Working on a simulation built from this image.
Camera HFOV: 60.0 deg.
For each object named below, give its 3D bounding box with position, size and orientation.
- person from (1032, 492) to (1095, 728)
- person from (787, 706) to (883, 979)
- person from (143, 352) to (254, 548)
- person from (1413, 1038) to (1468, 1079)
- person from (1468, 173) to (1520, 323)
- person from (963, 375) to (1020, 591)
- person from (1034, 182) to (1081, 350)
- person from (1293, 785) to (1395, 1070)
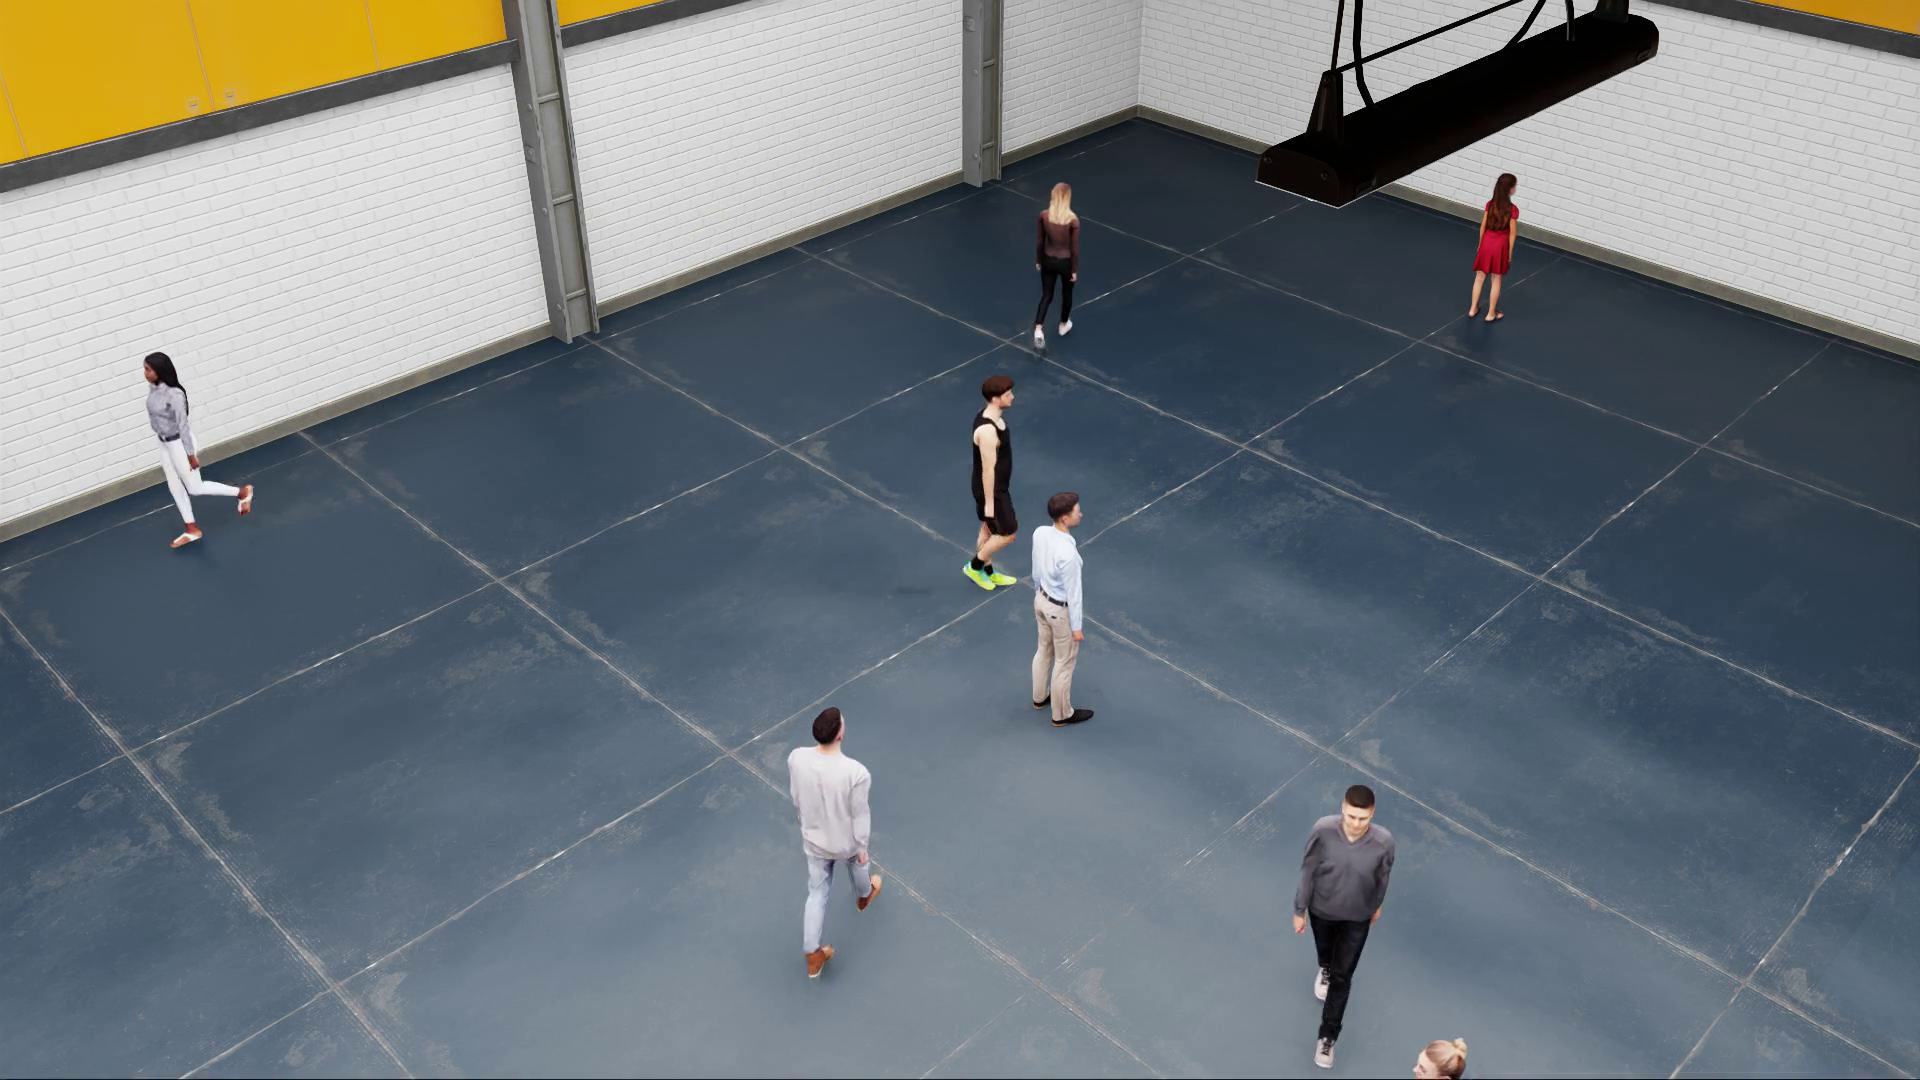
[{"bbox_3d":[0.689,0.472,11.587,0.674,1.845,0.703,-18,38,-25],"label":"person"},{"bbox_3d":[-0.779,1.767,9.685,0.999,1.794,1.244,13,36,18],"label":"person"},{"bbox_3d":[-6.297,-0.771,13.581,0.599,1.707,0.955,28,43,36],"label":"person"},{"bbox_3d":[2.261,3.008,7.927,1.012,1.672,0.907,-4,34,-6],"label":"person"},{"bbox_3d":[5.501,-3.013,17.095,0.550,1.551,0.610,25,41,33],"label":"person"},{"bbox_3d":[0.171,-0.417,12.888,0.899,1.885,0.837,1,34,1],"label":"person"},{"bbox_3d":[0.941,-2.693,16.498,0.886,1.679,1.155,13,36,19],"label":"person"},{"bbox_3d":[2.144,2.018,9.377,0.965,1.716,1.197,10,35,15],"label":"person"}]
